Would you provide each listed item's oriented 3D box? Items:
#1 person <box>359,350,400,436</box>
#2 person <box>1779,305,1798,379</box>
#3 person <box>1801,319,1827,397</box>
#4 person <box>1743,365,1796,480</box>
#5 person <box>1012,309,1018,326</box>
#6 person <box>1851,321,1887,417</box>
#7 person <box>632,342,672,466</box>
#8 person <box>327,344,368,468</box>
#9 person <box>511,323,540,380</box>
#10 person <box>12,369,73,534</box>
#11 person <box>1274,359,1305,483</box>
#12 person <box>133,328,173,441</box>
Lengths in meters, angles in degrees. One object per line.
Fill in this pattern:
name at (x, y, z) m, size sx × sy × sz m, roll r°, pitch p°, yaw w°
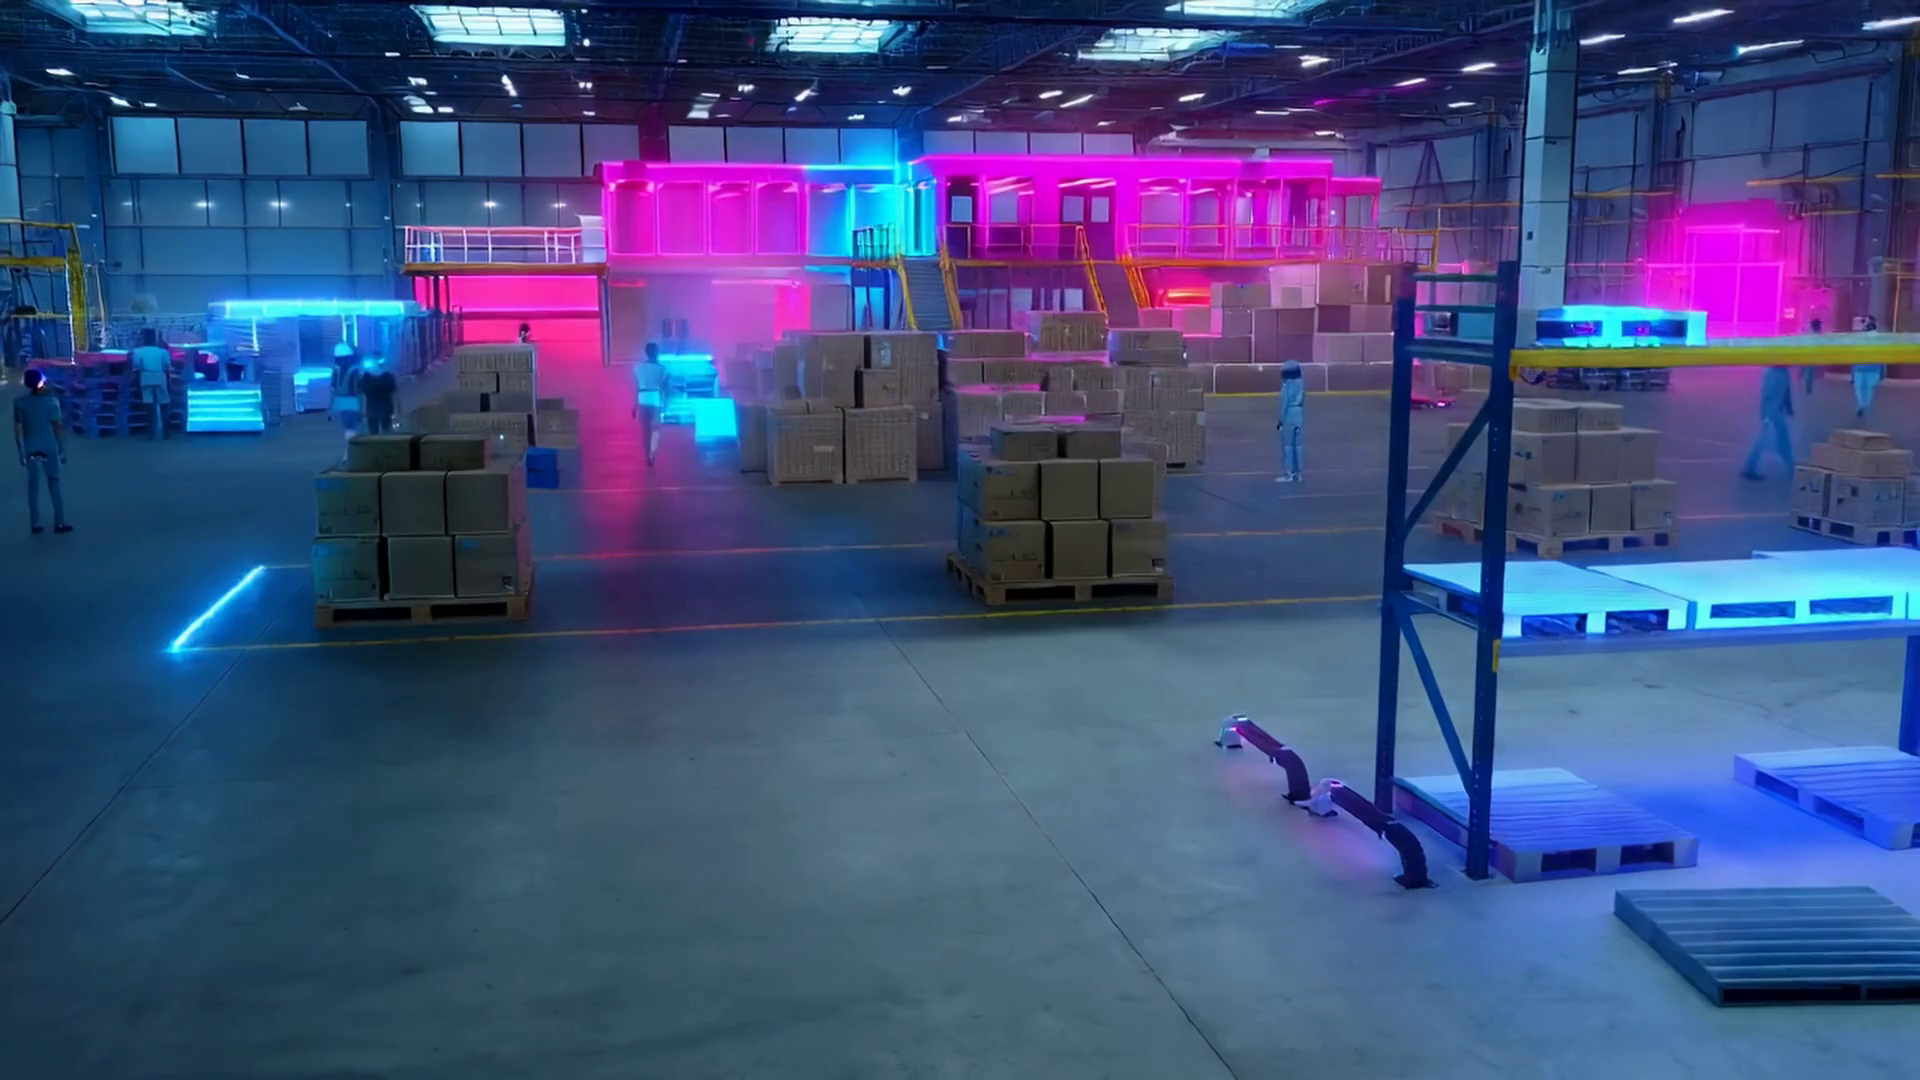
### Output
person at (-8.136, -1.724, 23.255) m, size 0.548 × 1.852 × 0.390 m, roll -1°, pitch 9°, yaw -4°
person at (22.449, -5.331, 44.874) m, size 0.632 × 1.964 × 0.803 m, roll -6°, pitch 11°, yaw -31°
person at (19.856, -4.221, 38.613) m, size 0.631 × 1.808 × 0.818 m, roll 0°, pitch 9°, yaw 0°
person at (11.475, -1.736, 23.226) m, size 1.003 × 1.882 × 0.651 m, roll 9°, pitch 13°, yaw 43°
person at (1.483, -5.268, 44.773) m, size 0.355 × 1.882 × 0.575 m, roll -1°, pitch 9°, yaw -3°
person at (18.348, -3.457, 33.591) m, size 0.639 × 1.922 × 0.664 m, roll 5°, pitch 10°, yaw 26°
person at (-4.632, -2.019, 24.957) m, size 0.610 × 1.894 × 0.696 m, roll 0°, pitch 9°, yaw 1°
person at (-8.984, -1.932, 24.420) m, size 0.566 × 1.892 × 0.988 m, roll 4°, pitch 10°, yaw 21°
person at (-8.691, -3.380, 33.258) m, size 0.556 × 1.875 × 1.031 m, roll -5°, pitch 11°, yaw -27°
person at (-10.361, -0.989, 18.746) m, size 0.520 × 1.865 × 0.332 m, roll -2°, pitch 9°, yaw -10°
person at (4.604, -1.659, 23.224) m, size 0.485 × 1.736 × 0.323 m, roll -8°, pitch 12°, yaw -41°
person at (-13.993, -2.699, 28.853) m, size 0.613 × 1.964 × 0.361 m, roll -7°, pitch 12°, yaw -38°
